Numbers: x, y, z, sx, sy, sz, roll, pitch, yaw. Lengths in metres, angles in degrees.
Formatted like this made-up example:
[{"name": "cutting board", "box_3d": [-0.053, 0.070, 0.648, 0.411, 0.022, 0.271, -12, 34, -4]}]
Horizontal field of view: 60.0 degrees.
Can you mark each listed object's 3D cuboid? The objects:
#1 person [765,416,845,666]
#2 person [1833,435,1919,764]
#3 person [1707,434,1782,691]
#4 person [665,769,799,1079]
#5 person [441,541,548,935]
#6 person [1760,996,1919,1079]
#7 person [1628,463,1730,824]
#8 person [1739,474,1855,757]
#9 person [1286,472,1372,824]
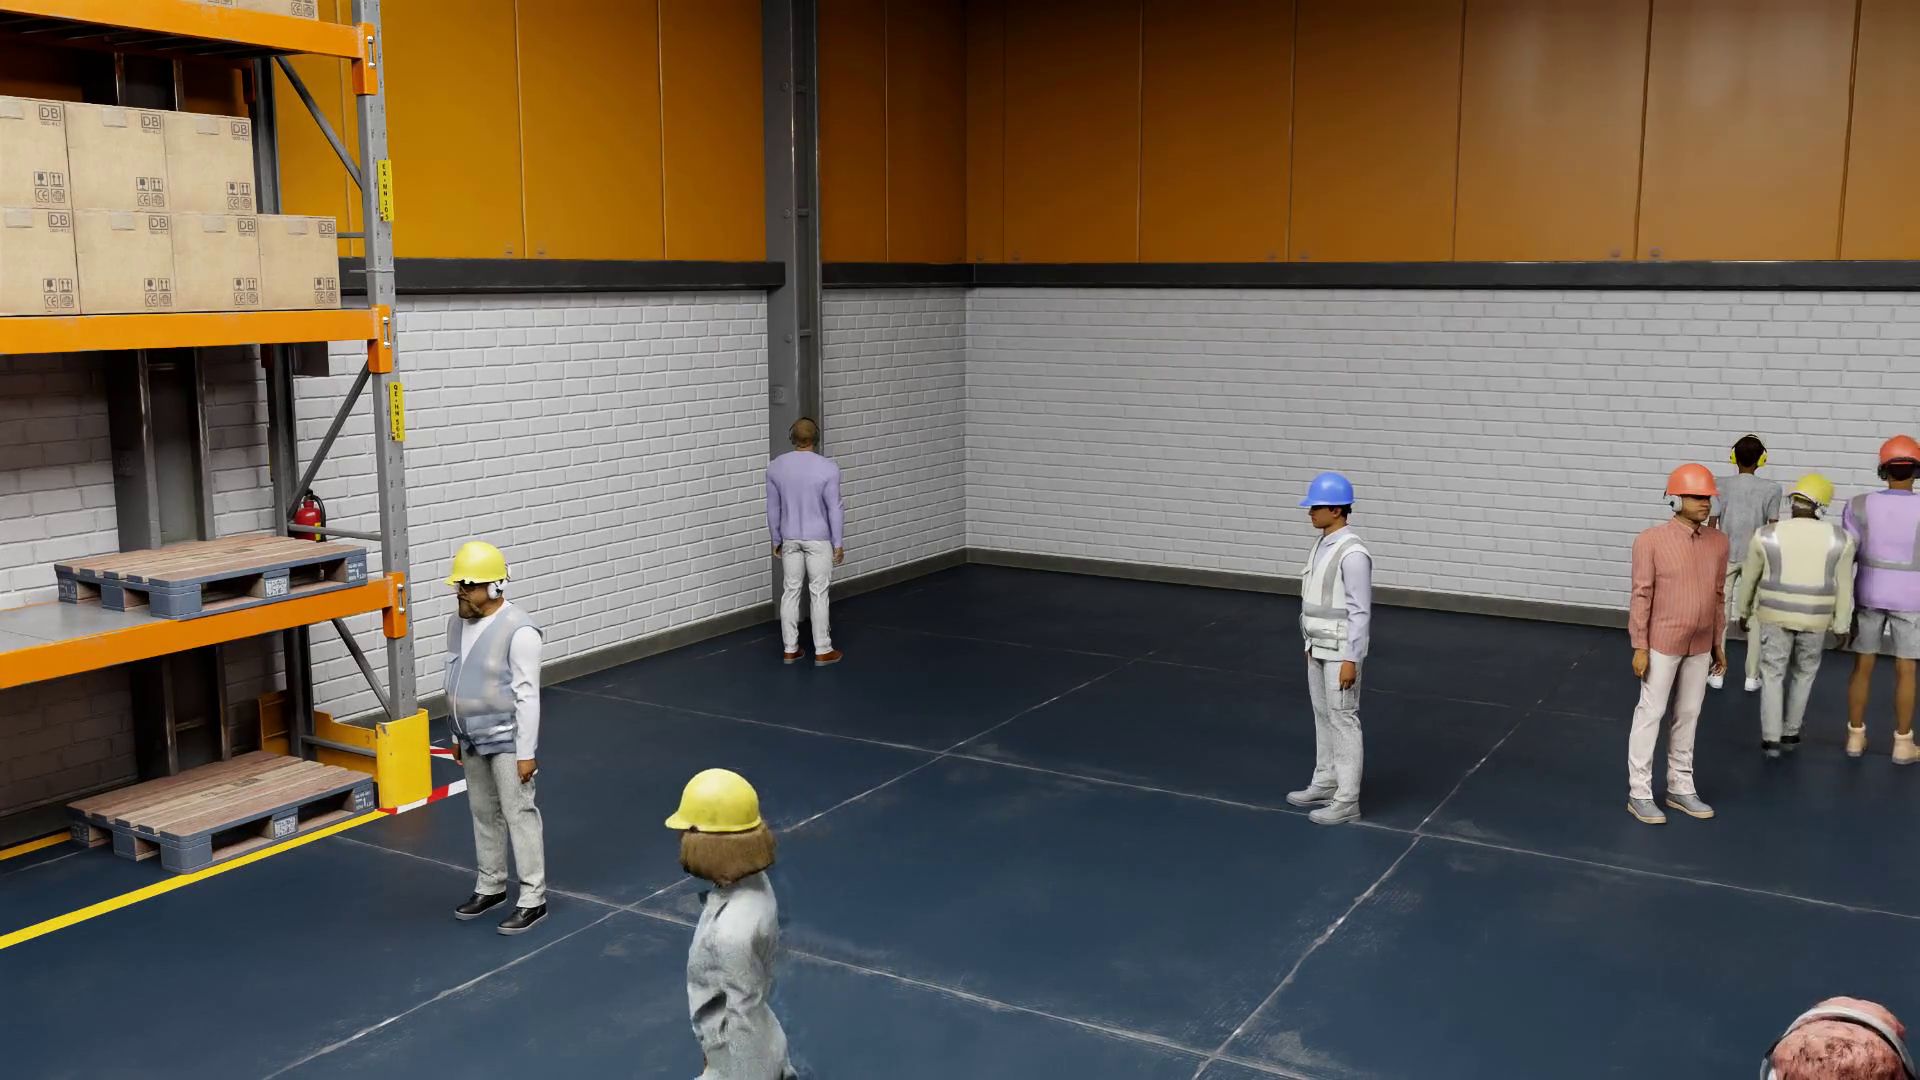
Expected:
[{"name": "person", "box_3d": [-1.184, 0.009, 12.878, 0.635, 1.939, 0.361, 3, 10, 19]}, {"name": "person", "box_3d": [5.776, 0.371, 10.322, 0.653, 2.037, 0.387, 7, 12, 37]}, {"name": "person", "box_3d": [5.688, 0.165, 12.127, 0.528, 1.869, 0.313, 4, 10, 25]}, {"name": "person", "box_3d": [-0.599, 1.453, 4.630, 0.918, 1.698, 0.493, 0, 9, 0]}, {"name": "person", "box_3d": [-2.159, 0.902, 7.683, 0.591, 1.823, 0.405, 7, 11, 36]}, {"name": "person", "box_3d": [1.362, 1.664, 2.700, 0.637, 1.898, 0.396, 7, 12, 38]}, {"name": "person", "box_3d": [3.983, 0.567, 9.219, 0.612, 1.997, 0.375, -3, 10, -17]}, {"name": "person", "box_3d": [5.227, 0.475, 10.424, 0.622, 1.788, 0.585, 4, 10, 21]}, {"name": "person", "box_3d": [2.054, 0.593, 9.210, 0.406, 1.945, 0.614, -1, 9, -9]}]
